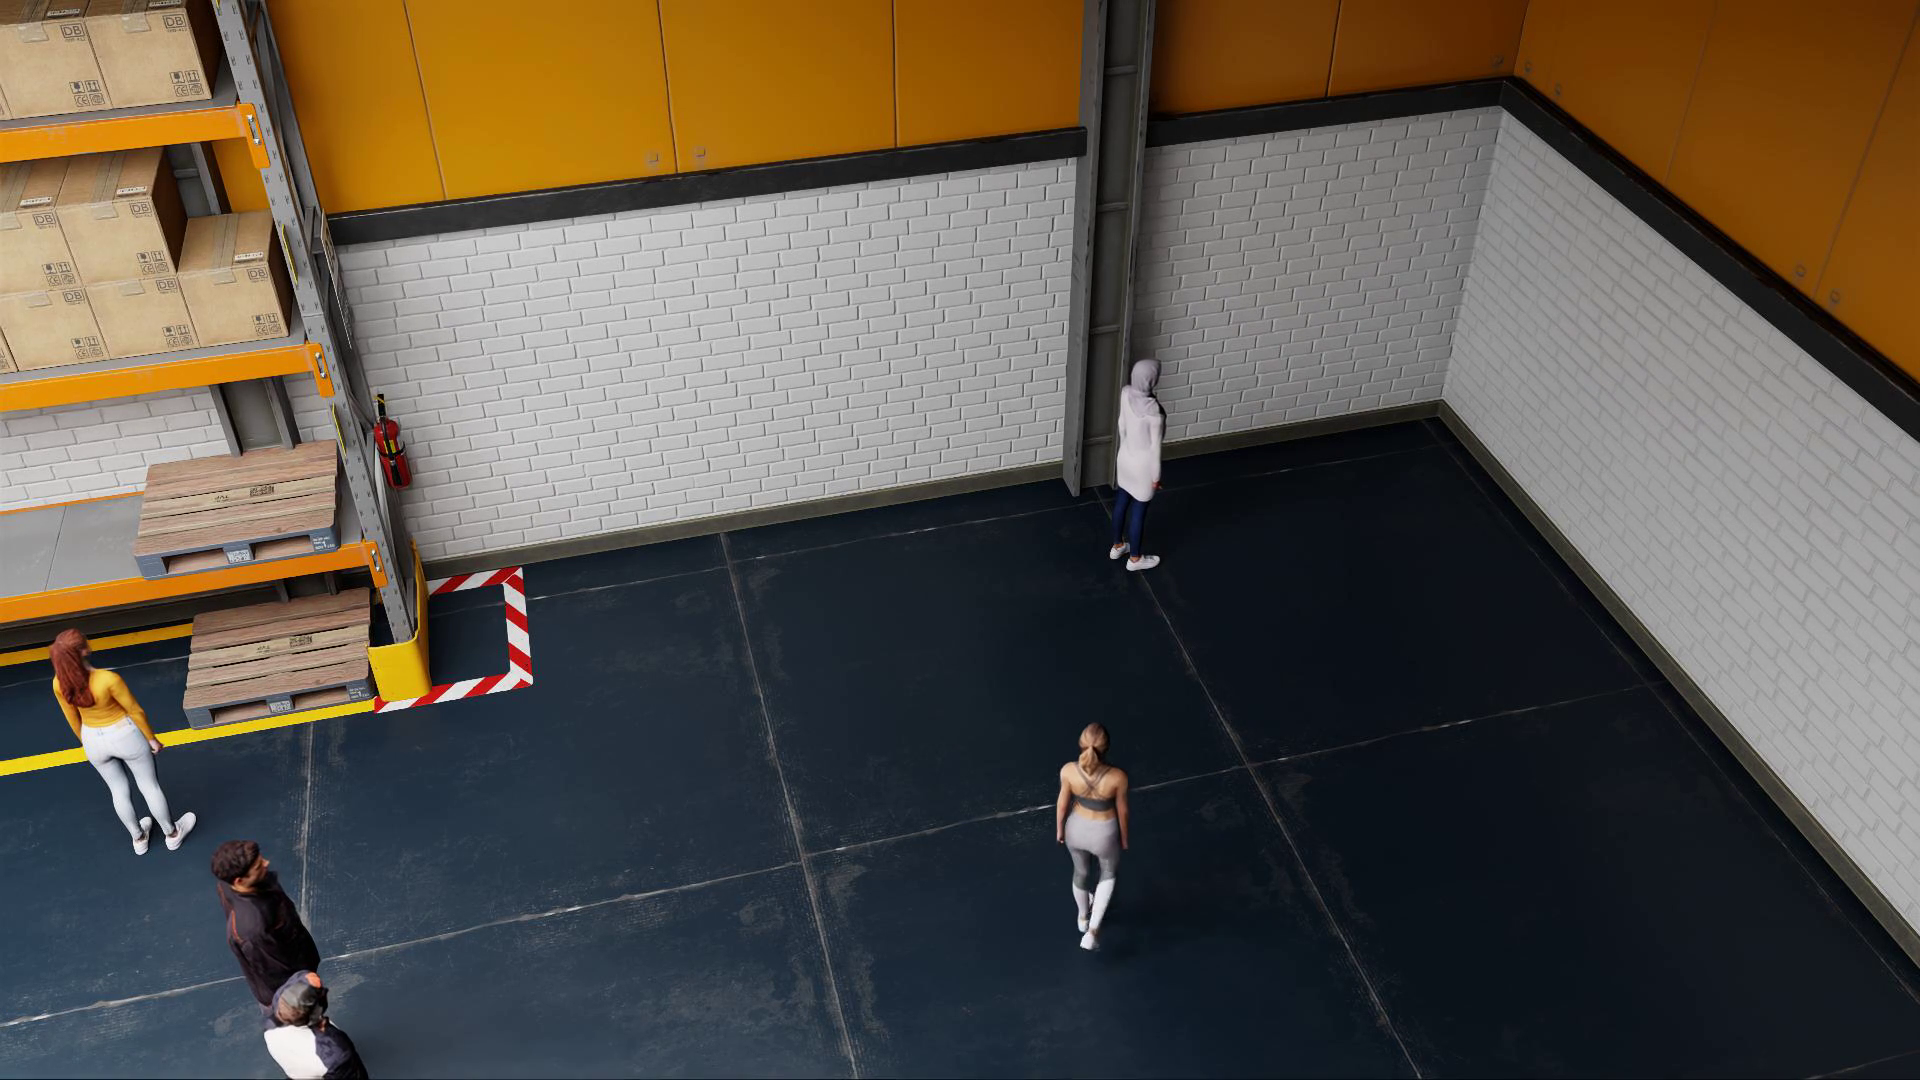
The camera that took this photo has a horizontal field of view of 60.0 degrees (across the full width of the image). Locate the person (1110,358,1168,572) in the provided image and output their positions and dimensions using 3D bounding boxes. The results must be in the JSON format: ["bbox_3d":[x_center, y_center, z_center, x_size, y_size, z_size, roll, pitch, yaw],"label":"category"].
[{"bbox_3d":[1.297,-0.556,12.152,0.628,1.775,0.664,-21,43,-24],"label":"person"}]

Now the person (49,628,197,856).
[{"bbox_3d":[-5.056,1.214,9.956,0.536,1.749,0.694,-3,39,-4],"label":"person"}]

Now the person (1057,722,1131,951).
[{"bbox_3d":[0.740,1.716,9.368,0.843,1.697,0.841,9,39,10],"label":"person"}]

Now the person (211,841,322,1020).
[{"bbox_3d":[-3.491,2.225,8.532,0.691,1.946,0.759,-20,43,-24],"label":"person"}]

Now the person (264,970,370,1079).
[{"bbox_3d":[-2.977,2.716,7.963,0.772,1.890,0.831,20,43,23],"label":"person"}]
